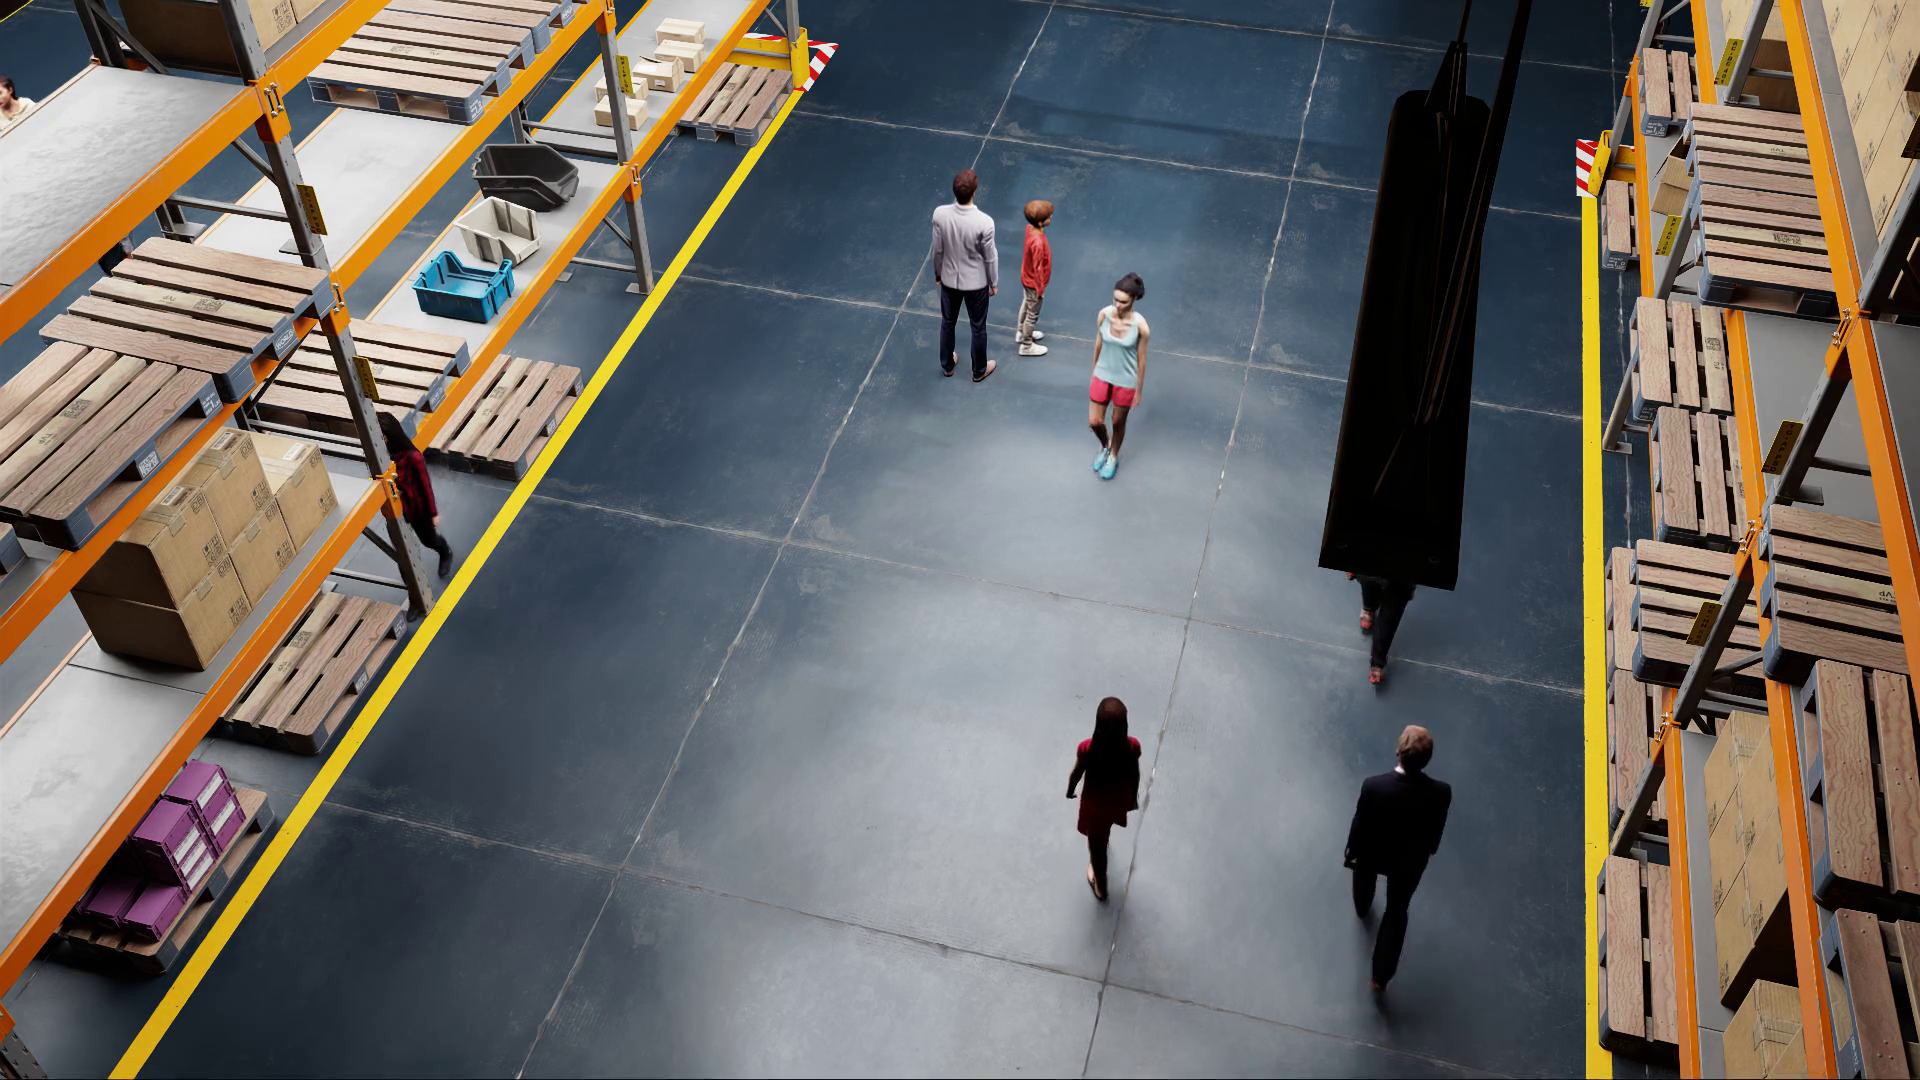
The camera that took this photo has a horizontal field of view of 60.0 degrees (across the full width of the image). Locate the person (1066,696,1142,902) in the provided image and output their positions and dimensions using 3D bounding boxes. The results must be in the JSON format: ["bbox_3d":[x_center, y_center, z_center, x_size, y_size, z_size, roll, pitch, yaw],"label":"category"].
[{"bbox_3d":[0.847,1.528,9.536,0.782,1.534,0.957,-8,44,-8],"label":"person"}]

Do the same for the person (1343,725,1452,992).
[{"bbox_3d":[2.383,1.738,9.130,0.643,1.790,1.107,11,45,11],"label":"person"}]

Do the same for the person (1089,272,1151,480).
[{"bbox_3d":[1.193,-1.217,12.260,0.666,1.750,0.690,20,47,19],"label":"person"}]

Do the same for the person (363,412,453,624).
[{"bbox_3d":[-3.729,-0.261,11.342,0.658,1.632,0.923,5,44,5],"label":"person"}]

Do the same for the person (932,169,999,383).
[{"bbox_3d":[0.030,-2.070,13.084,0.693,1.850,0.572,14,45,14],"label":"person"}]

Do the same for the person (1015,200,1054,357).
[{"bbox_3d":[0.588,-2.129,13.461,0.645,1.414,0.530,-6,44,-7],"label":"person"}]
